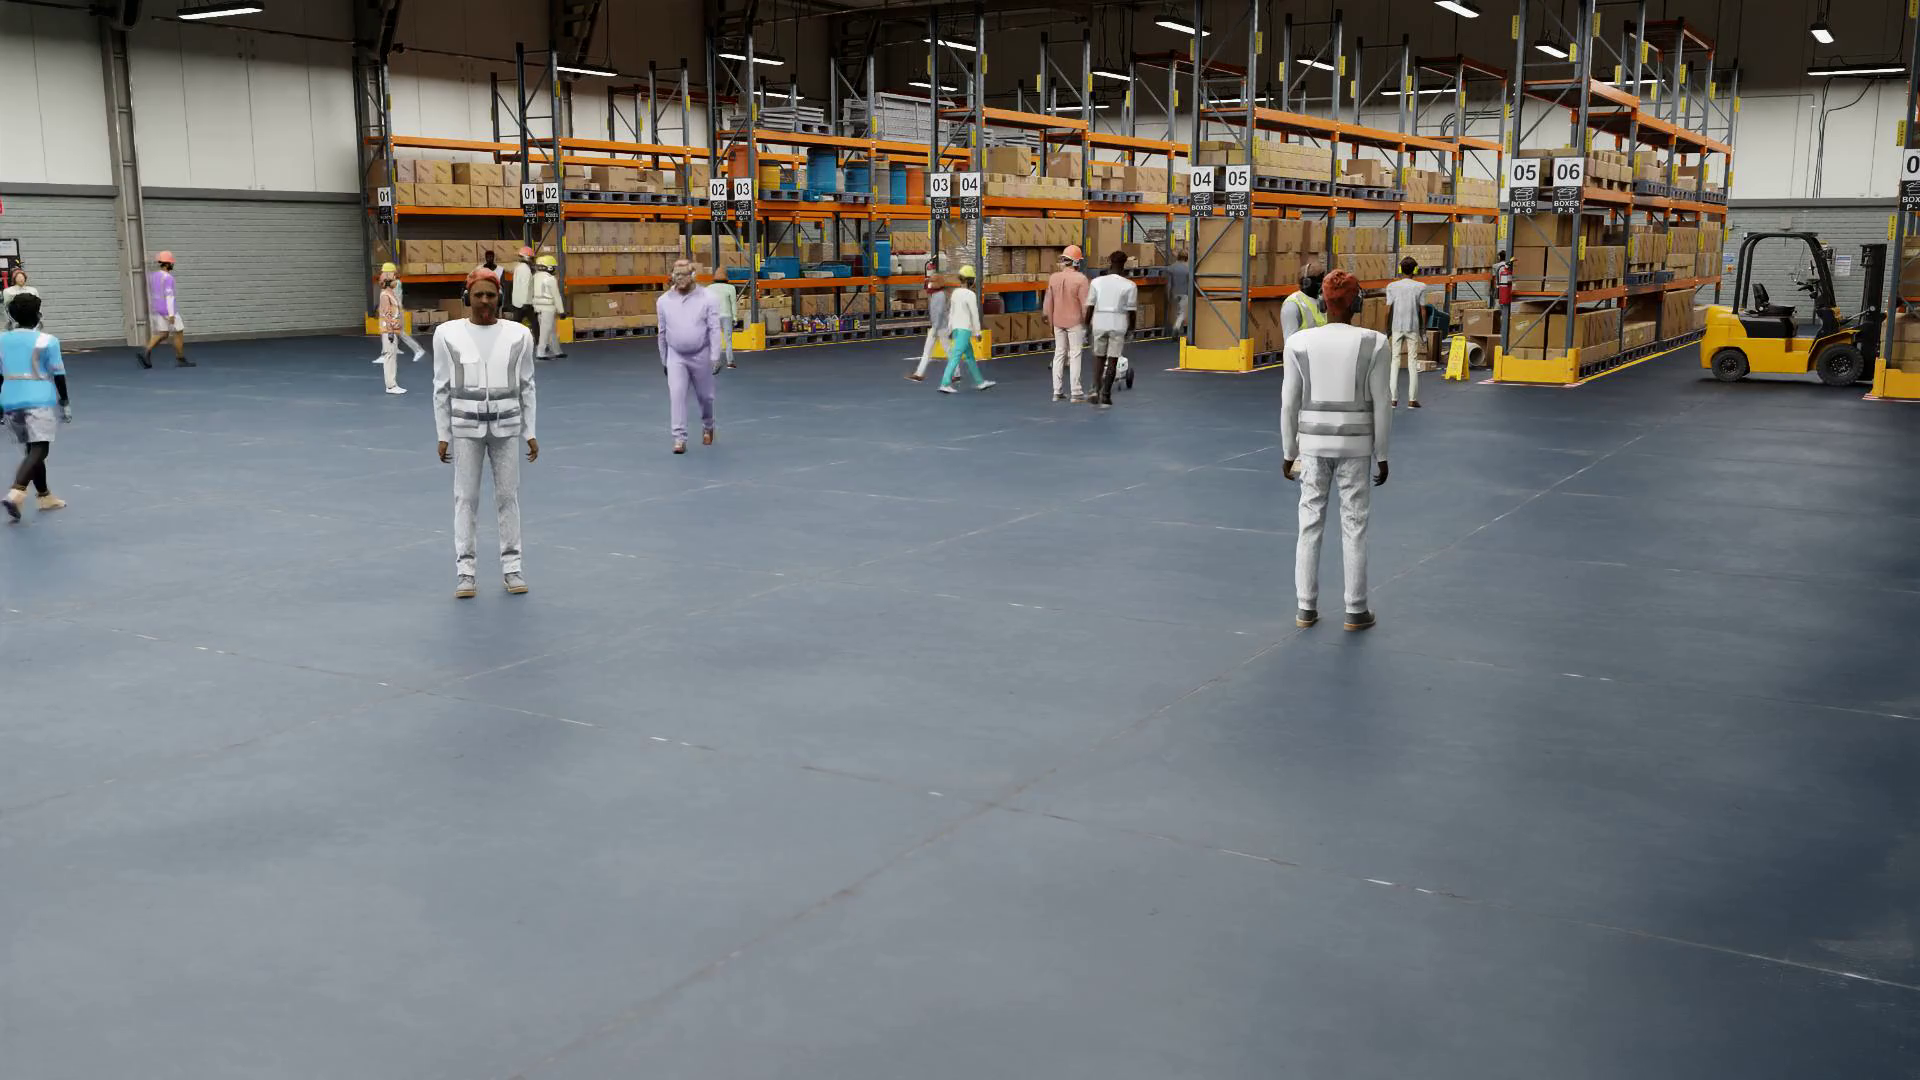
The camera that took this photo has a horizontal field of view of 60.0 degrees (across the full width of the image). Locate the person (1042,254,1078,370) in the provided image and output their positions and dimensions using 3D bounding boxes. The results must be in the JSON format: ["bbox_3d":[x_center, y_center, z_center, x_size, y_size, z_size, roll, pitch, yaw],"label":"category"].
[{"bbox_3d":[1.664,-3.693,26.913,0.664,1.858,1.012,7,13,36],"label":"person"}]

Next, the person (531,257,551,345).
[{"bbox_3d":[-8.326,-4.766,33.209,0.365,1.754,0.525,7,12,33],"label":"person"}]

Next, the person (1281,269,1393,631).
[{"bbox_3d":[1.971,-0.464,8.721,0.573,1.886,0.355,4,11,23],"label":"person"}]

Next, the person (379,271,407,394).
[{"bbox_3d":[-7.681,-2.795,22.456,0.308,1.644,0.514,-2,10,-12],"label":"person"}]

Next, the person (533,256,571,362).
[{"bbox_3d":[-6.960,-3.950,28.478,0.819,1.798,0.620,-9,13,-41],"label":"person"}]

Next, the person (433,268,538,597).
[{"bbox_3d":[-2.722,-0.613,9.570,0.572,1.882,0.354,-4,11,-21],"label":"person"}]

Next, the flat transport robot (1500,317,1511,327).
[{"bbox_3d":[13.181,-5.305,40.361,0.652,0.197,1.431,-3,11,-19],"label":"flat transport robot"}]

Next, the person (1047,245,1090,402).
[{"bbox_3d":[1.412,-2.762,21.288,0.622,1.992,0.396,8,13,38],"label":"person"}]

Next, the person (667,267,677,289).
[{"bbox_3d":[-4.775,-3.781,28.031,0.391,1.614,0.517,2,10,12],"label":"person"}]

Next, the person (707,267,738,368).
[{"bbox_3d":[-3.855,-3.596,26.970,0.509,1.631,0.270,1,10,7],"label":"person"}]

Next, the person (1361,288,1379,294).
[{"bbox_3d":[10.224,-6.324,41.257,1.025,2.003,0.626,-5,11,-26],"label":"person"}]

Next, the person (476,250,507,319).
[{"bbox_3d":[-9.504,-4.939,33.792,0.644,1.891,0.568,0,10,-3],"label":"person"}]

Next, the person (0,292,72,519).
[{"bbox_3d":[-6.921,-0.991,12.295,0.536,1.671,0.777,1,10,6],"label":"person"}]

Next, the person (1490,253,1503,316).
[{"bbox_3d":[13.196,-6.148,40.711,0.575,1.826,0.445,-3,11,-16],"label":"person"}]

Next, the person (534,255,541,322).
[{"bbox_3d":[-9.495,-5.640,37.864,0.548,1.829,0.849,1,10,5],"label":"person"}]

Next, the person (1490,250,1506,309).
[{"bbox_3d":[12.878,-5.947,39.523,0.511,1.858,0.331,3,11,17],"label":"person"}]

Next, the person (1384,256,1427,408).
[{"bbox_3d":[5.475,-2.549,20.449,0.535,1.868,0.309,4,11,21],"label":"person"}]

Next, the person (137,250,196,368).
[{"bbox_3d":[-12.889,-3.721,26.907,0.551,1.912,0.823,8,13,38],"label":"person"}]

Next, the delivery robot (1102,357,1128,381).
[{"bbox_3d":[2.120,-2.412,23.097,0.477,0.478,0.707,3,10,15],"label":"delivery robot"}]

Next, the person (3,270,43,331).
[{"bbox_3d":[-14.695,-3.429,26.092,0.524,1.615,0.704,-9,14,-42],"label":"person"}]

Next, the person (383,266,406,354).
[{"bbox_3d":[-10.329,-4.168,30.208,0.517,1.626,0.430,7,12,33],"label":"person"}]

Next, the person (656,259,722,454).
[{"bbox_3d":[-2.639,-1.810,16.300,0.640,1.880,0.889,0,10,-2],"label":"person"}]

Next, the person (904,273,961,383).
[{"bbox_3d":[-0.360,-3.061,24.080,0.845,1.579,0.520,-3,11,-18],"label":"person"}]

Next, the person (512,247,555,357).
[{"bbox_3d":[-7.534,-4.145,29.158,0.951,1.947,0.632,-7,13,-36],"label":"person"}]

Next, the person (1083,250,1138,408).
[{"bbox_3d":[1.867,-2.599,20.526,0.657,1.936,0.467,4,11,20],"label":"person"}]

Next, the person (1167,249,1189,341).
[{"bbox_3d":[4.554,-5.053,34.374,0.637,1.916,0.848,6,12,32],"label":"person"}]

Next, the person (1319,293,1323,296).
[{"bbox_3d":[9.385,-6.798,44.266,0.915,1.863,0.708,3,11,17],"label":"person"}]

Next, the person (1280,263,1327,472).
[{"bbox_3d":[3.111,-1.533,14.829,0.429,1.846,0.628,9,14,41],"label":"person"}]

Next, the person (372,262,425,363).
[{"bbox_3d":[-9.585,-3.871,28.302,0.843,1.709,0.495,-5,11,-24],"label":"person"}]

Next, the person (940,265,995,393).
[{"bbox_3d":[0.091,-2.848,22.532,0.932,1.715,0.542,-6,12,-29],"label":"person"}]
